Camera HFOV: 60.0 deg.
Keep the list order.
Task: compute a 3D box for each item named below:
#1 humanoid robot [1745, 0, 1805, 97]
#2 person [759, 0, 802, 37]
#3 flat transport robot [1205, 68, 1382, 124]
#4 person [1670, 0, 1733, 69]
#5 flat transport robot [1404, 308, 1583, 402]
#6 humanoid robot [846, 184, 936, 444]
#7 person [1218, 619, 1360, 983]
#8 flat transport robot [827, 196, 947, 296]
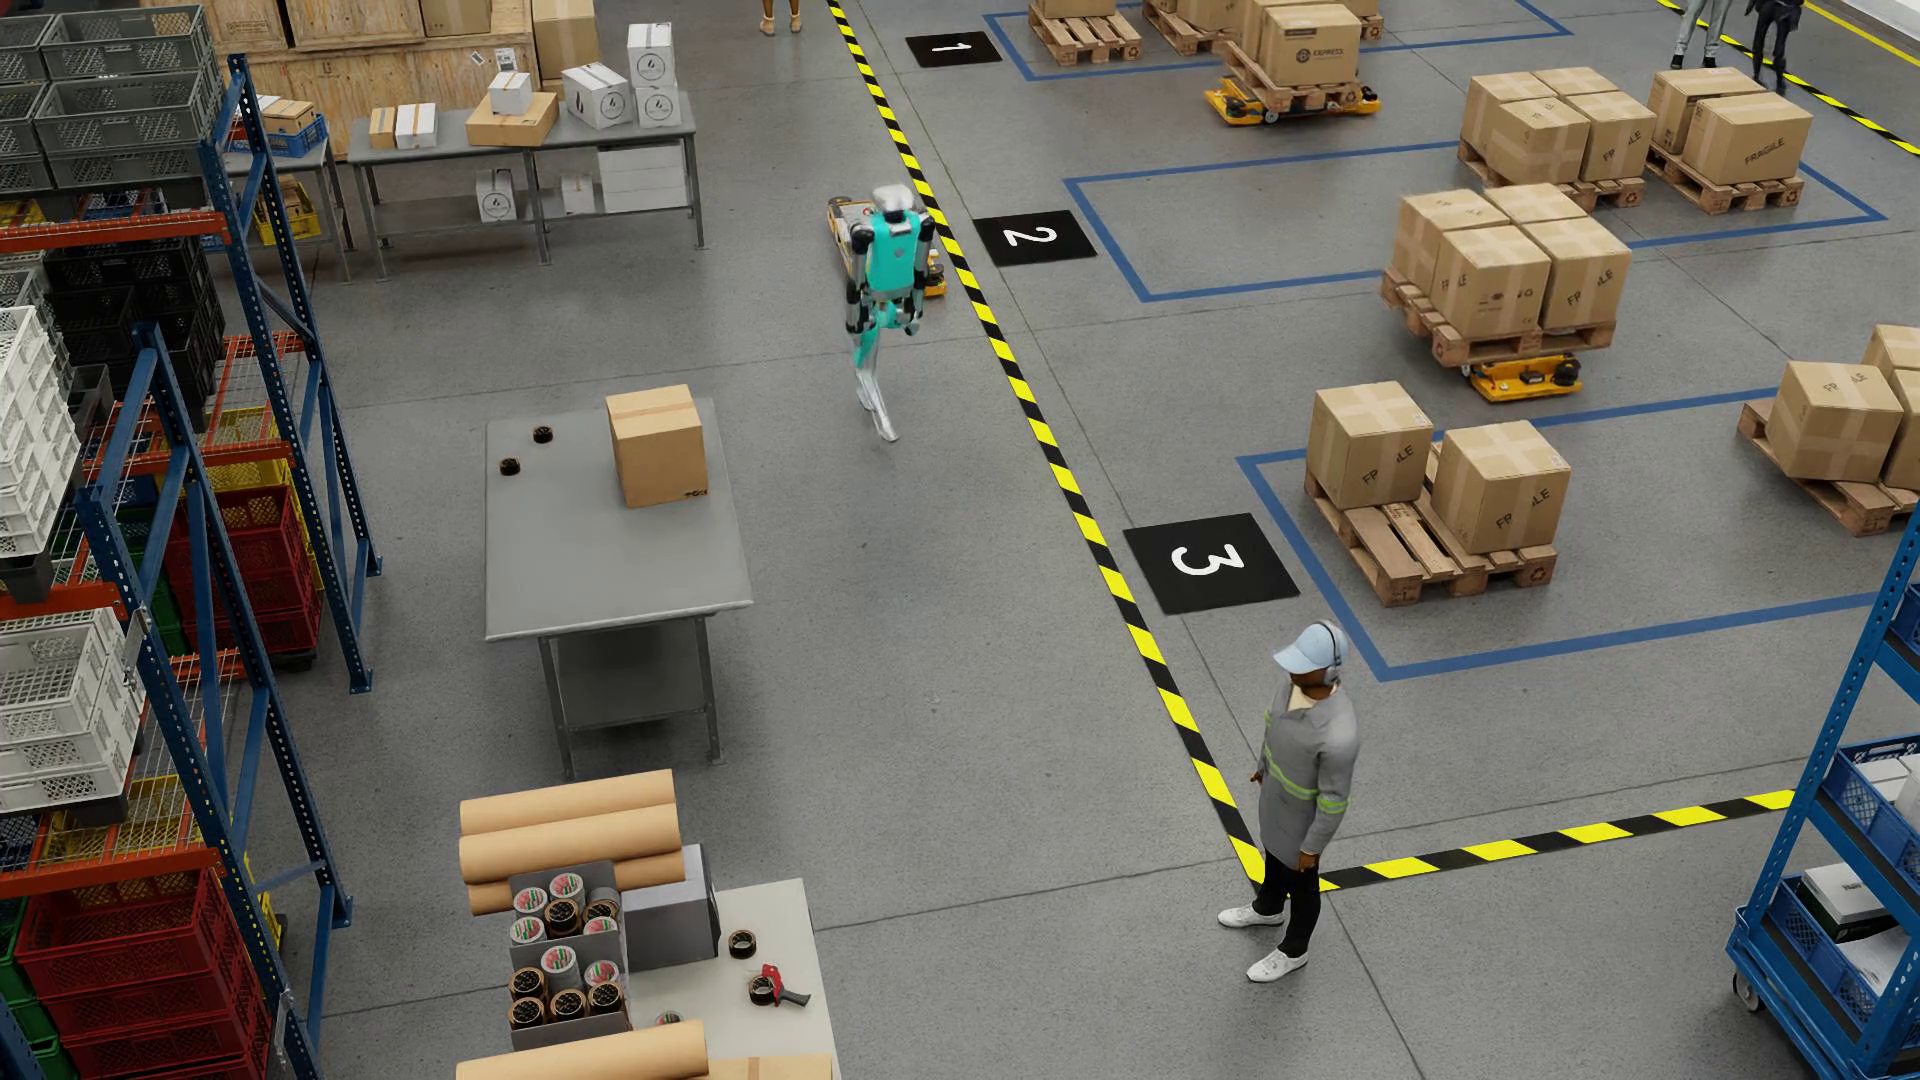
[{"bbox_3d":[7.330,-4.812,14.838,0.384,1.643,0.600,-15,39,-19],"label":"humanoid robot"},{"bbox_3d":[-1.810,-5.886,15.979,0.607,2.044,0.392,-9,38,-12],"label":"person"},{"bbox_3d":[2.983,-3.994,14.898,1.431,0.197,0.652,-8,37,-10],"label":"flat transport robot"},{"bbox_3d":[6.983,-5.237,15.281,0.585,1.834,0.404,8,37,11],"label":"person"},{"bbox_3d":[3.634,-1.422,11.442,0.652,0.197,1.431,-8,37,-10],"label":"flat transport robot"},{"bbox_3d":[-0.519,-1.456,10.257,0.546,1.717,0.963,-17,40,-21],"label":"humanoid robot"},{"bbox_3d":[1.354,1.062,6.801,0.371,1.852,0.588,-9,38,-11],"label":"person"},{"bbox_3d":[-0.570,-2.220,12.538,0.659,0.231,1.431,-8,37,-10],"label":"flat transport robot"}]
